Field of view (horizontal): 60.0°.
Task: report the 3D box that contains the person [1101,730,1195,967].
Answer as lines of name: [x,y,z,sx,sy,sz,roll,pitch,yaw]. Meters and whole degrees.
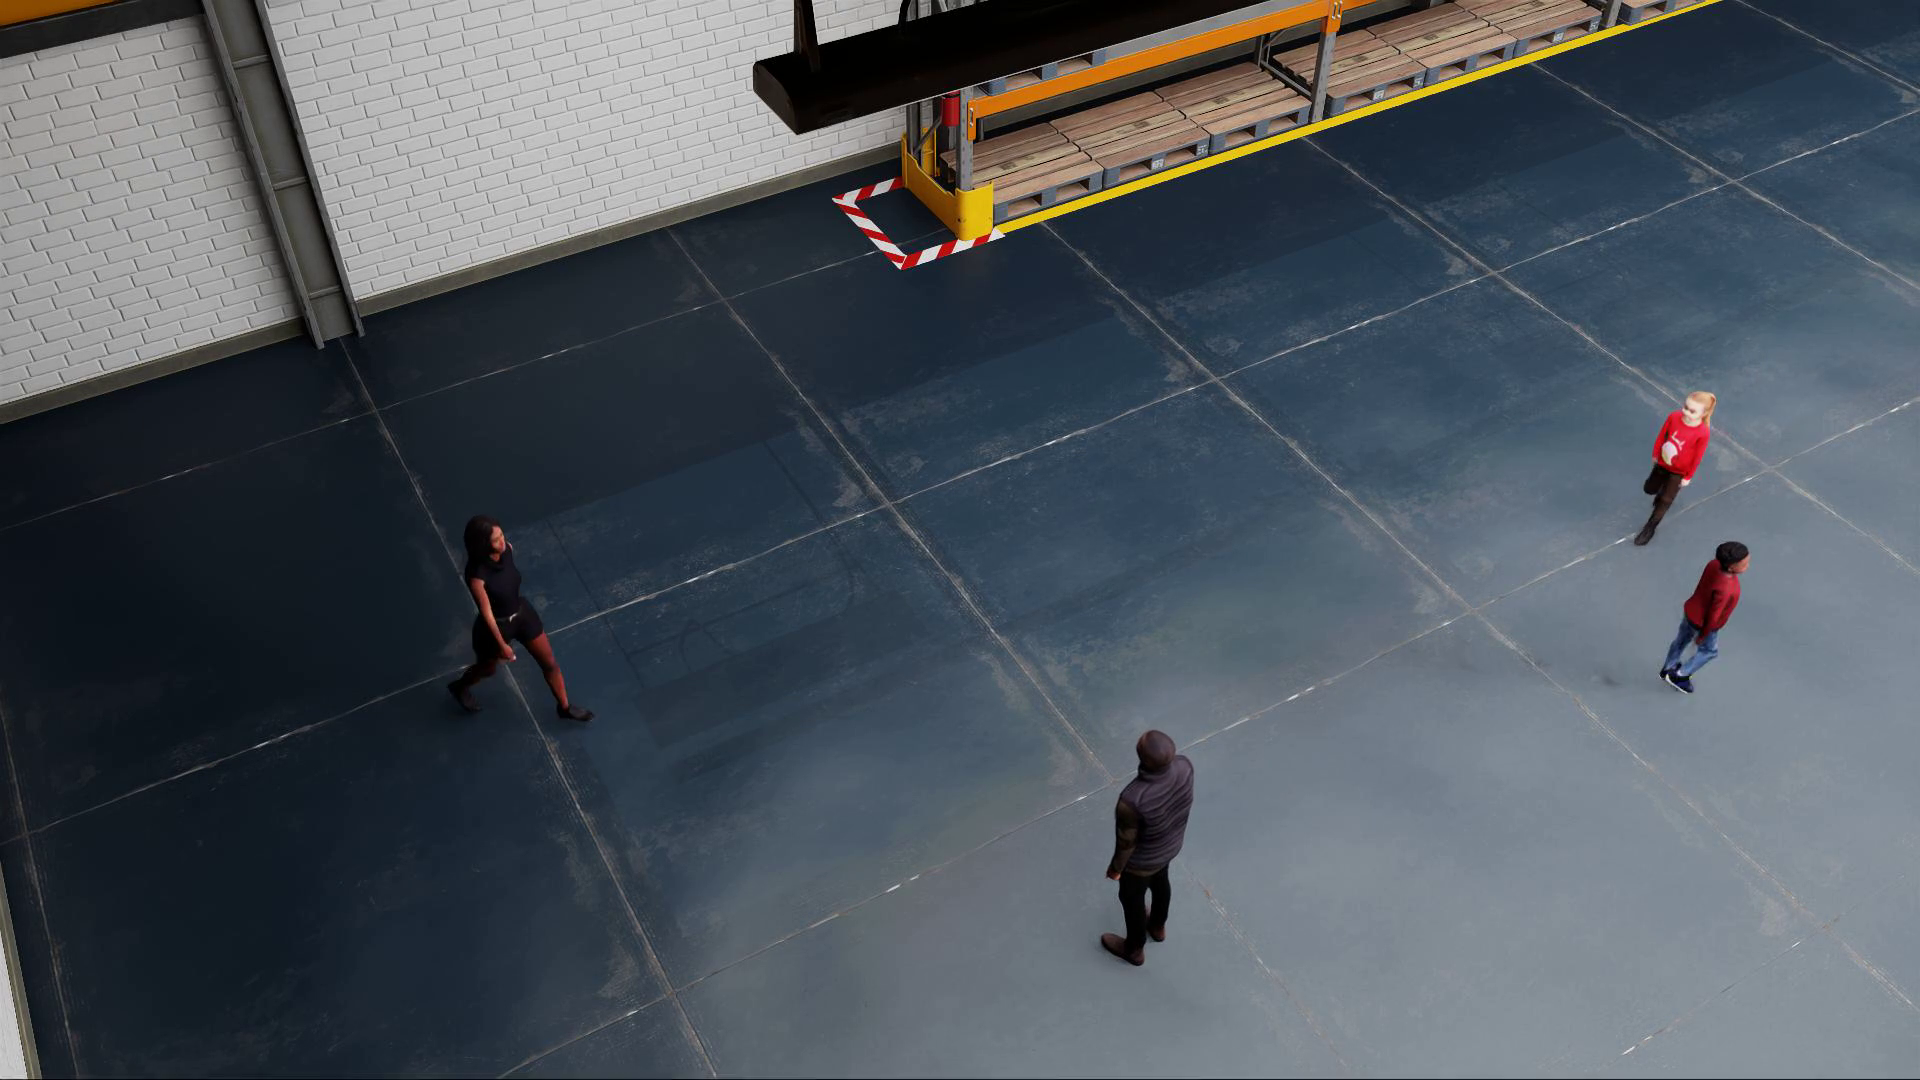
person: [1.015,1.658,9.004,0.590,1.835,0.804,-34,53,-30]

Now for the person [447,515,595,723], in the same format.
person: [-2.892,0.538,10.276,1.157,1.702,1.170,15,46,15]

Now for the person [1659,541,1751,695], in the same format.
person: [4.713,0.478,10.671,0.622,1.245,0.583,2,44,2]

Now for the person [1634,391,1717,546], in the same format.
person: [5.067,-0.551,11.731,0.790,1.272,0.585,-30,51,-28]
